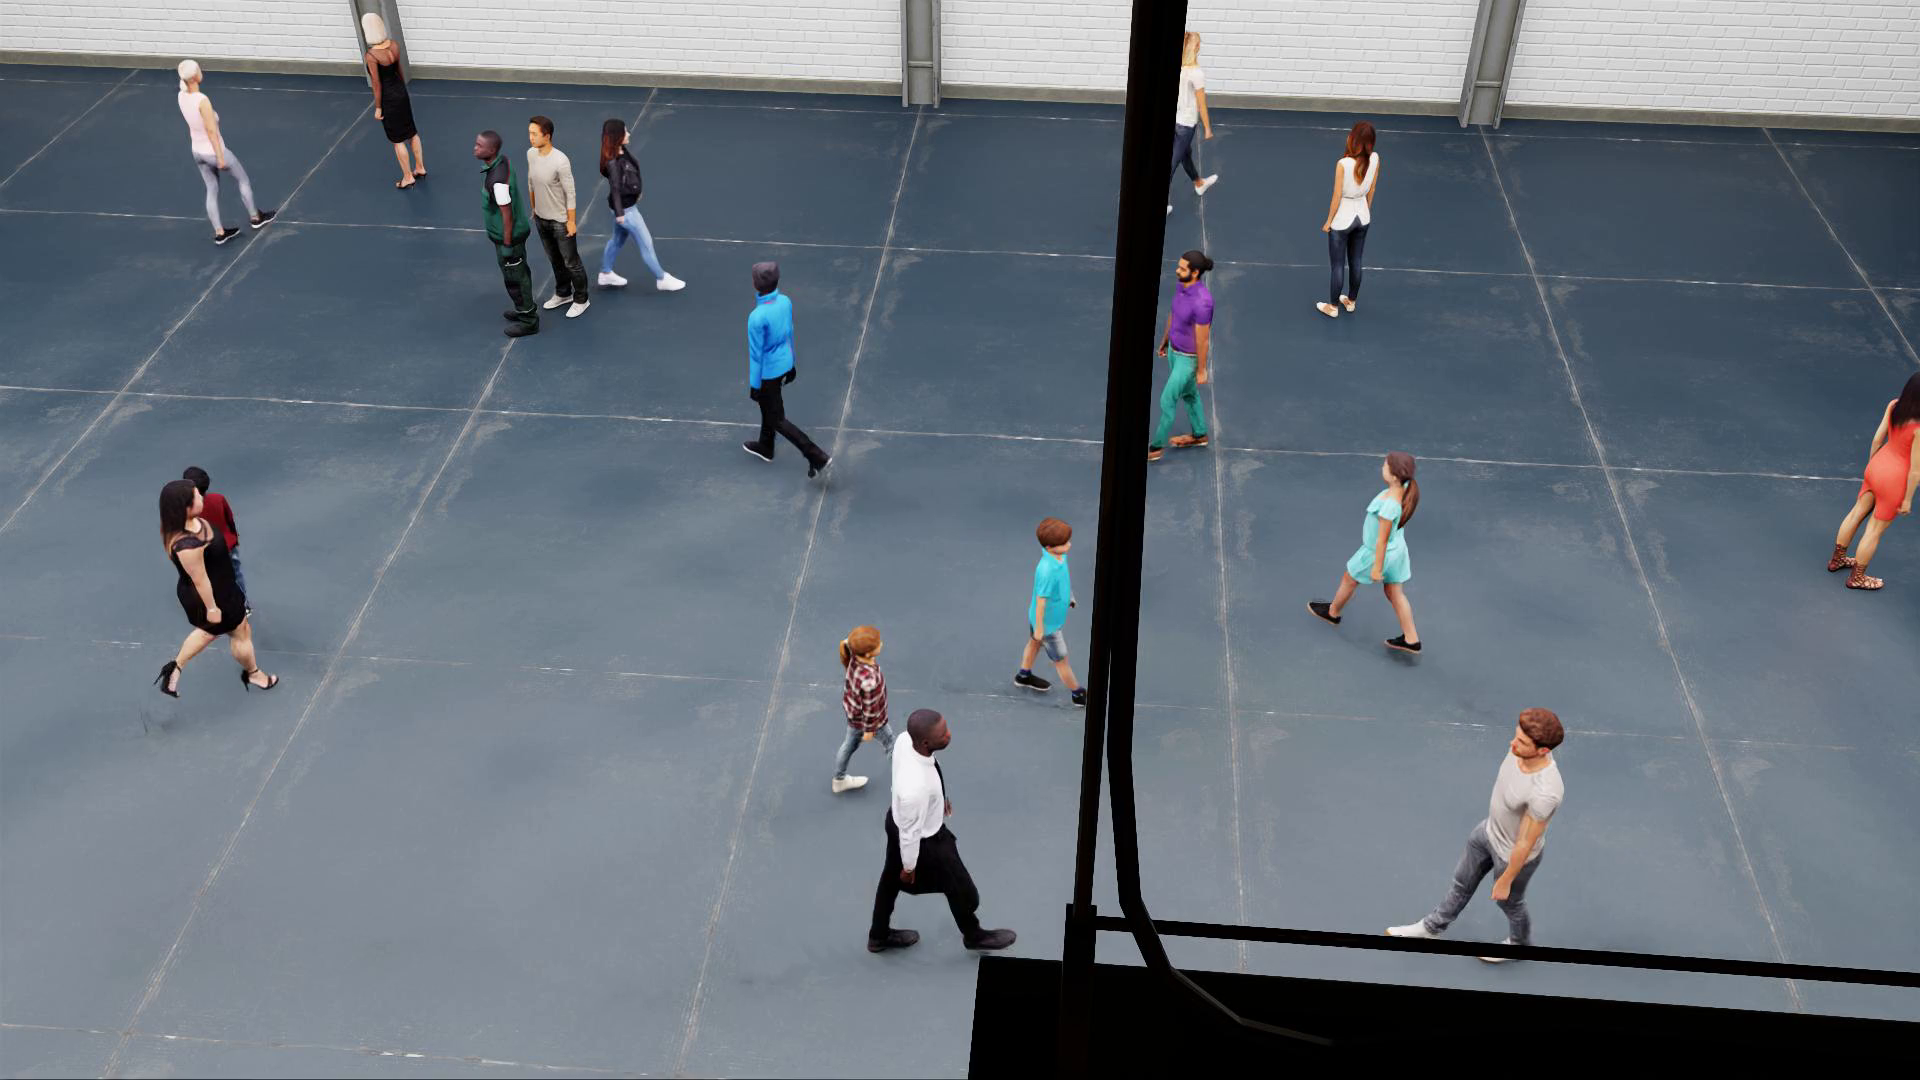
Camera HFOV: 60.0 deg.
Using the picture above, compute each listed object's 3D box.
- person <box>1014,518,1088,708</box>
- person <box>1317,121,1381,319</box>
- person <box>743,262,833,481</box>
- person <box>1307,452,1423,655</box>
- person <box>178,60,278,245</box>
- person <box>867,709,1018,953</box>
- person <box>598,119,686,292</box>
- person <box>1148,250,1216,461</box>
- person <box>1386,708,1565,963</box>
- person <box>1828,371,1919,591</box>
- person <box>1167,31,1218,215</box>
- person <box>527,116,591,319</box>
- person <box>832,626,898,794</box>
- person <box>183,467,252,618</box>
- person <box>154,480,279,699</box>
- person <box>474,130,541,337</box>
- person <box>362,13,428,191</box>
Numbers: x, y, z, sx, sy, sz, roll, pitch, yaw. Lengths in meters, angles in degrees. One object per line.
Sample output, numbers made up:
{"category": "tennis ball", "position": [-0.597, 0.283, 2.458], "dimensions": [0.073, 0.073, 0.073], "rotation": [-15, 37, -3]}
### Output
{"category": "person", "position": [0.496, 0.439, 10.526], "dimensions": [0.900, 1.427, 0.635], "rotation": [10, 40, 12]}
{"category": "person", "position": [3.340, -2.726, 14.202], "dimensions": [0.604, 1.785, 0.726], "rotation": [-14, 41, -17]}
{"category": "person", "position": [-1.318, -1.218, 12.326], "dimensions": [1.181, 1.769, 0.903], "rotation": [18, 42, 22]}
{"category": "person", "position": [2.829, 0.113, 10.859], "dimensions": [1.129, 1.521, 0.960], "rotation": [27, 46, 30]}
{"category": "person", "position": [-6.933, -3.516, 15.257], "dimensions": [0.897, 1.703, 0.839], "rotation": [18, 42, 21]}
{"category": "person", "position": [-0.324, 1.581, 8.794], "dimensions": [1.125, 1.804, 0.834], "rotation": [-7, 39, -9]}
{"category": "person", "position": [-3.004, -2.896, 14.567], "dimensions": [1.068, 1.595, 0.778], "rotation": [-5, 39, -6]}
{"category": "person", "position": [1.799, -1.399, 12.572], "dimensions": [1.023, 1.745, 0.807], "rotation": [-8, 39, -9]}
{"category": "person", "position": [2.957, 1.596, 8.725], "dimensions": [1.058, 1.866, 0.789], "rotation": [-2, 39, -2]}
{"category": "person", "position": [6.337, -0.415, 11.361], "dimensions": [0.618, 1.719, 0.643], "rotation": [-7, 39, -9]}
{"category": "person", "position": [2.007, -3.863, 15.633], "dimensions": [1.191, 1.776, 1.037], "rotation": [-21, 43, -24]}
{"category": "person", "position": [-3.459, -2.786, 14.256], "dimensions": [0.661, 1.812, 0.796], "rotation": [23, 44, 26]}
{"category": "person", "position": [-0.622, 1.038, 9.899], "dimensions": [0.954, 1.273, 0.777], "rotation": [-13, 40, -16]}
{"category": "person", "position": [-4.955, 0.063, 11.142], "dimensions": [0.677, 1.246, 0.622], "rotation": [24, 44, 27]}
{"category": "person", "position": [-4.772, 0.383, 10.381], "dimensions": [1.042, 1.695, 0.961], "rotation": [-24, 45, -27]}
{"category": "person", "position": [-3.798, -2.584, 13.980], "dimensions": [0.709, 1.839, 0.757], "rotation": [-7, 39, -9]}
{"category": "person", "position": [-5.508, -4.259, 16.153], "dimensions": [0.627, 1.746, 0.657], "rotation": [16, 41, 19]}
